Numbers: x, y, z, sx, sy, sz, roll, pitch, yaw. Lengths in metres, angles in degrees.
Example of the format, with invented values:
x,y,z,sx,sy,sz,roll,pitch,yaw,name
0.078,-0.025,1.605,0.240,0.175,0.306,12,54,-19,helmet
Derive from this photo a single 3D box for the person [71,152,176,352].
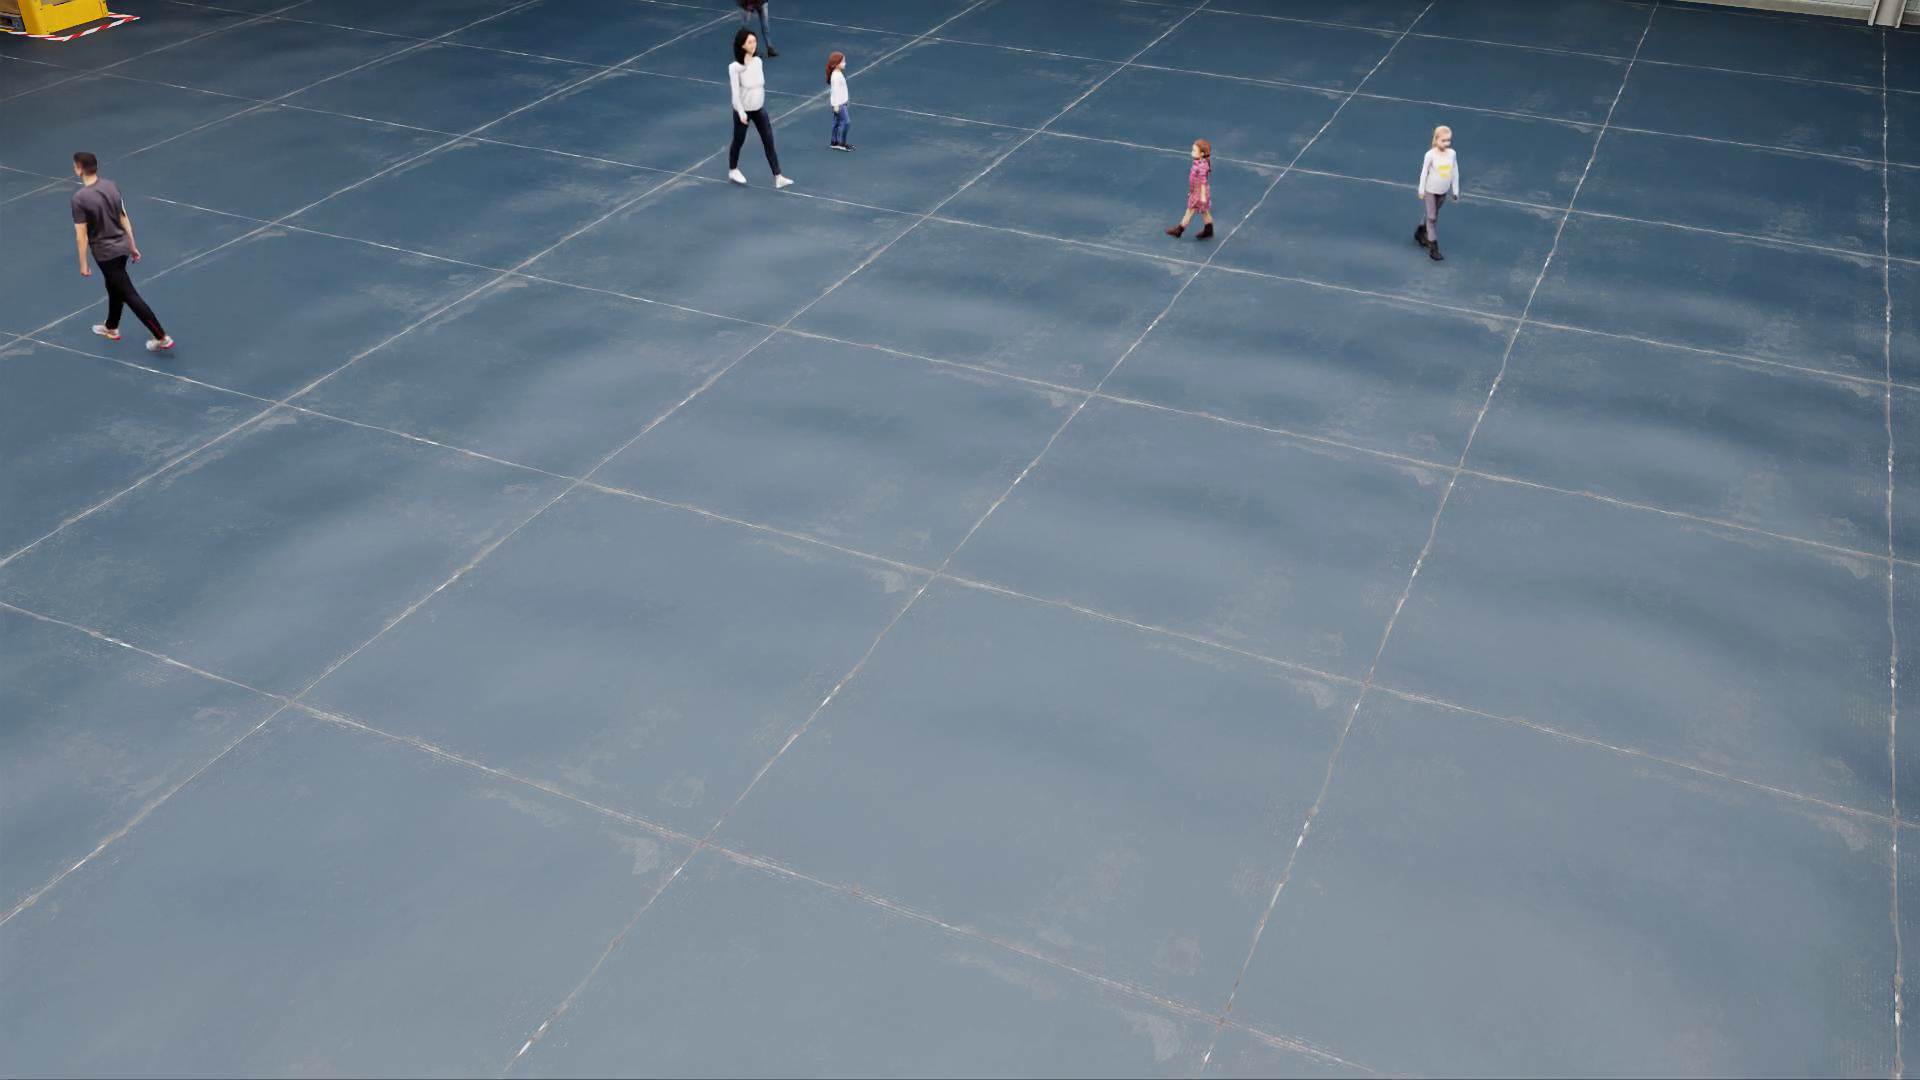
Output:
x,y,z,sx,sy,sz,roll,pitch,yaw,name
-7.107,-2.383,14.053,1.178,1.722,0.738,11,34,16,person

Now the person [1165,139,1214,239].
x,y,z,sx,sy,sz,roll,pitch,yaw,name
2.413,-3.443,16.408,0.773,1.001,0.614,-1,32,-1,person

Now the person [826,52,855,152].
x,y,z,sx,sy,sz,roll,pitch,yaw,name
-1.417,-4.932,18.674,0.597,1.102,0.537,1,32,2,person

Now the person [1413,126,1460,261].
x,y,z,sx,sy,sz,roll,pitch,yaw,name
4.585,-3.395,16.102,0.875,1.247,0.903,-8,33,-13,person

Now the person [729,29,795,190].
x,y,z,sx,sy,sz,roll,pitch,yaw,name
-2.285,-4.507,17.486,1.186,1.651,0.869,27,41,36,person

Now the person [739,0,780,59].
x,y,z,sx,sy,sz,roll,pitch,yaw,name
-2.716,-7.079,21.632,1.092,1.578,0.862,23,39,32,person
